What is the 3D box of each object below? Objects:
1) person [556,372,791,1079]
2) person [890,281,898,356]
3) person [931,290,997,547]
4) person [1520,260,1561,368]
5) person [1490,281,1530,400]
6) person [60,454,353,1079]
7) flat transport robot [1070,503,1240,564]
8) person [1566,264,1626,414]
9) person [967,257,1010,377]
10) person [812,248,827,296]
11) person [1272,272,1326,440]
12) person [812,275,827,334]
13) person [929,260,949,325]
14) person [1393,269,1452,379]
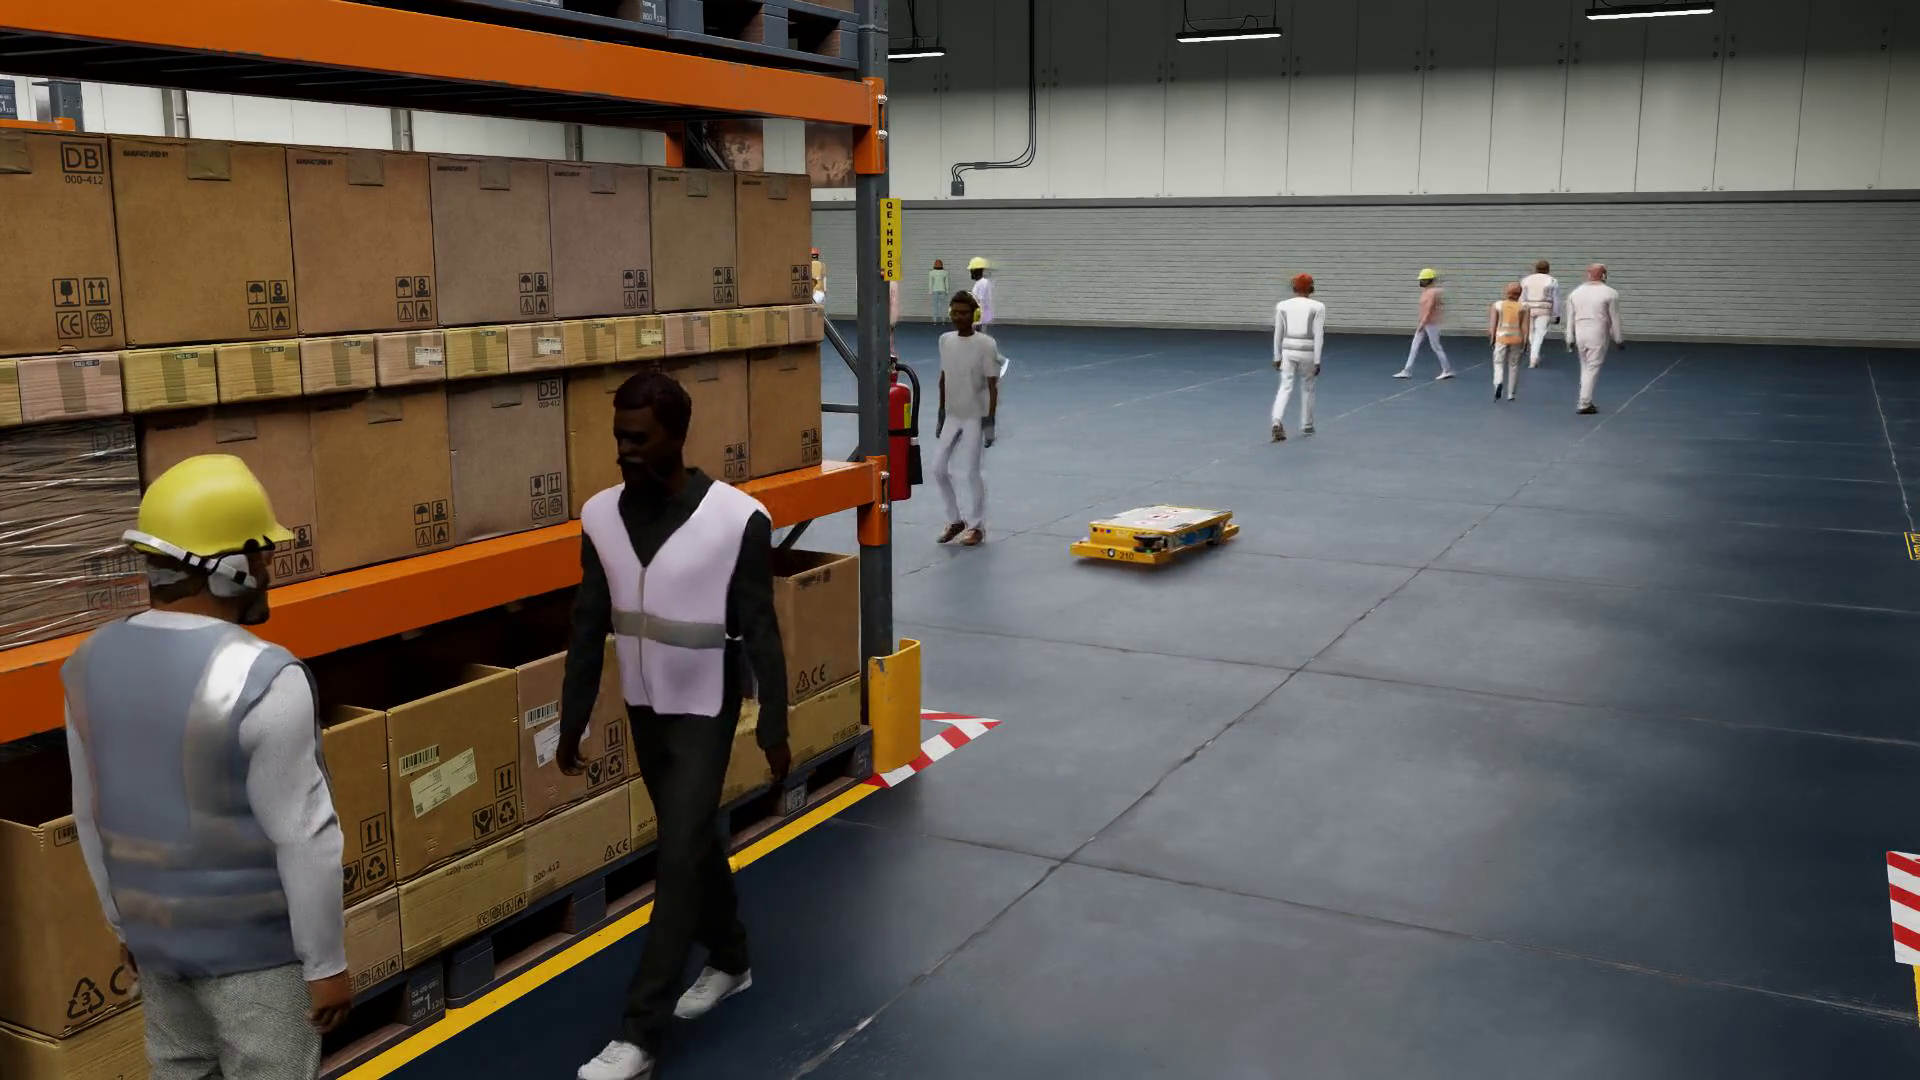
[{"bbox_3d":[-0.839,0.497,4.482,0.632,1.872,0.963,6,12,29],"label":"person"},{"bbox_3d":[-1.273,-3.517,26.441,0.650,1.863,0.977,4,11,19],"label":"person"},{"bbox_3d":[0.011,-0.857,11.934,0.571,1.848,0.544,7,12,32],"label":"person"},{"bbox_3d":[9.940,-3.852,28.384,0.660,1.804,0.913,9,14,41],"label":"person"},{"bbox_3d":[7.440,-2.686,22.533,0.520,1.618,0.626,4,11,19],"label":"person"},{"bbox_3d":[-1.423,0.744,3.254,0.600,1.829,0.404,5,11,24],"label":"person"},{"bbox_3d":[1.419,-0.063,11.916,0.652,0.197,1.431,7,12,32],"label":"flat transport robot"},{"bbox_3d":[8.067,-2.532,21.006,0.774,1.881,0.668,-7,12,-32],"label":"person"},{"bbox_3d":[0.388,-3.417,25.724,0.688,1.912,0.587,-1,10,-6],"label":"person"},{"bbox_3d":[-3.493,-6.072,40.164,0.543,1.928,0.373,-3,11,-15],"label":"person"},{"bbox_3d":[3.714,-2.029,18.368,0.588,1.846,0.962,6,12,29],"label":"person"},{"bbox_3d":[-2.406,-3.462,26.760,0.551,1.620,0.477,0,10,-2],"label":"person"},{"bbox_3d":[-0.533,-6.216,41.754,0.500,1.633,0.283,-1,10,-8],"label":"person"},{"bbox_3d":[7.295,-3.363,25.969,0.899,1.722,0.529,-1,10,-6],"label":"person"}]
